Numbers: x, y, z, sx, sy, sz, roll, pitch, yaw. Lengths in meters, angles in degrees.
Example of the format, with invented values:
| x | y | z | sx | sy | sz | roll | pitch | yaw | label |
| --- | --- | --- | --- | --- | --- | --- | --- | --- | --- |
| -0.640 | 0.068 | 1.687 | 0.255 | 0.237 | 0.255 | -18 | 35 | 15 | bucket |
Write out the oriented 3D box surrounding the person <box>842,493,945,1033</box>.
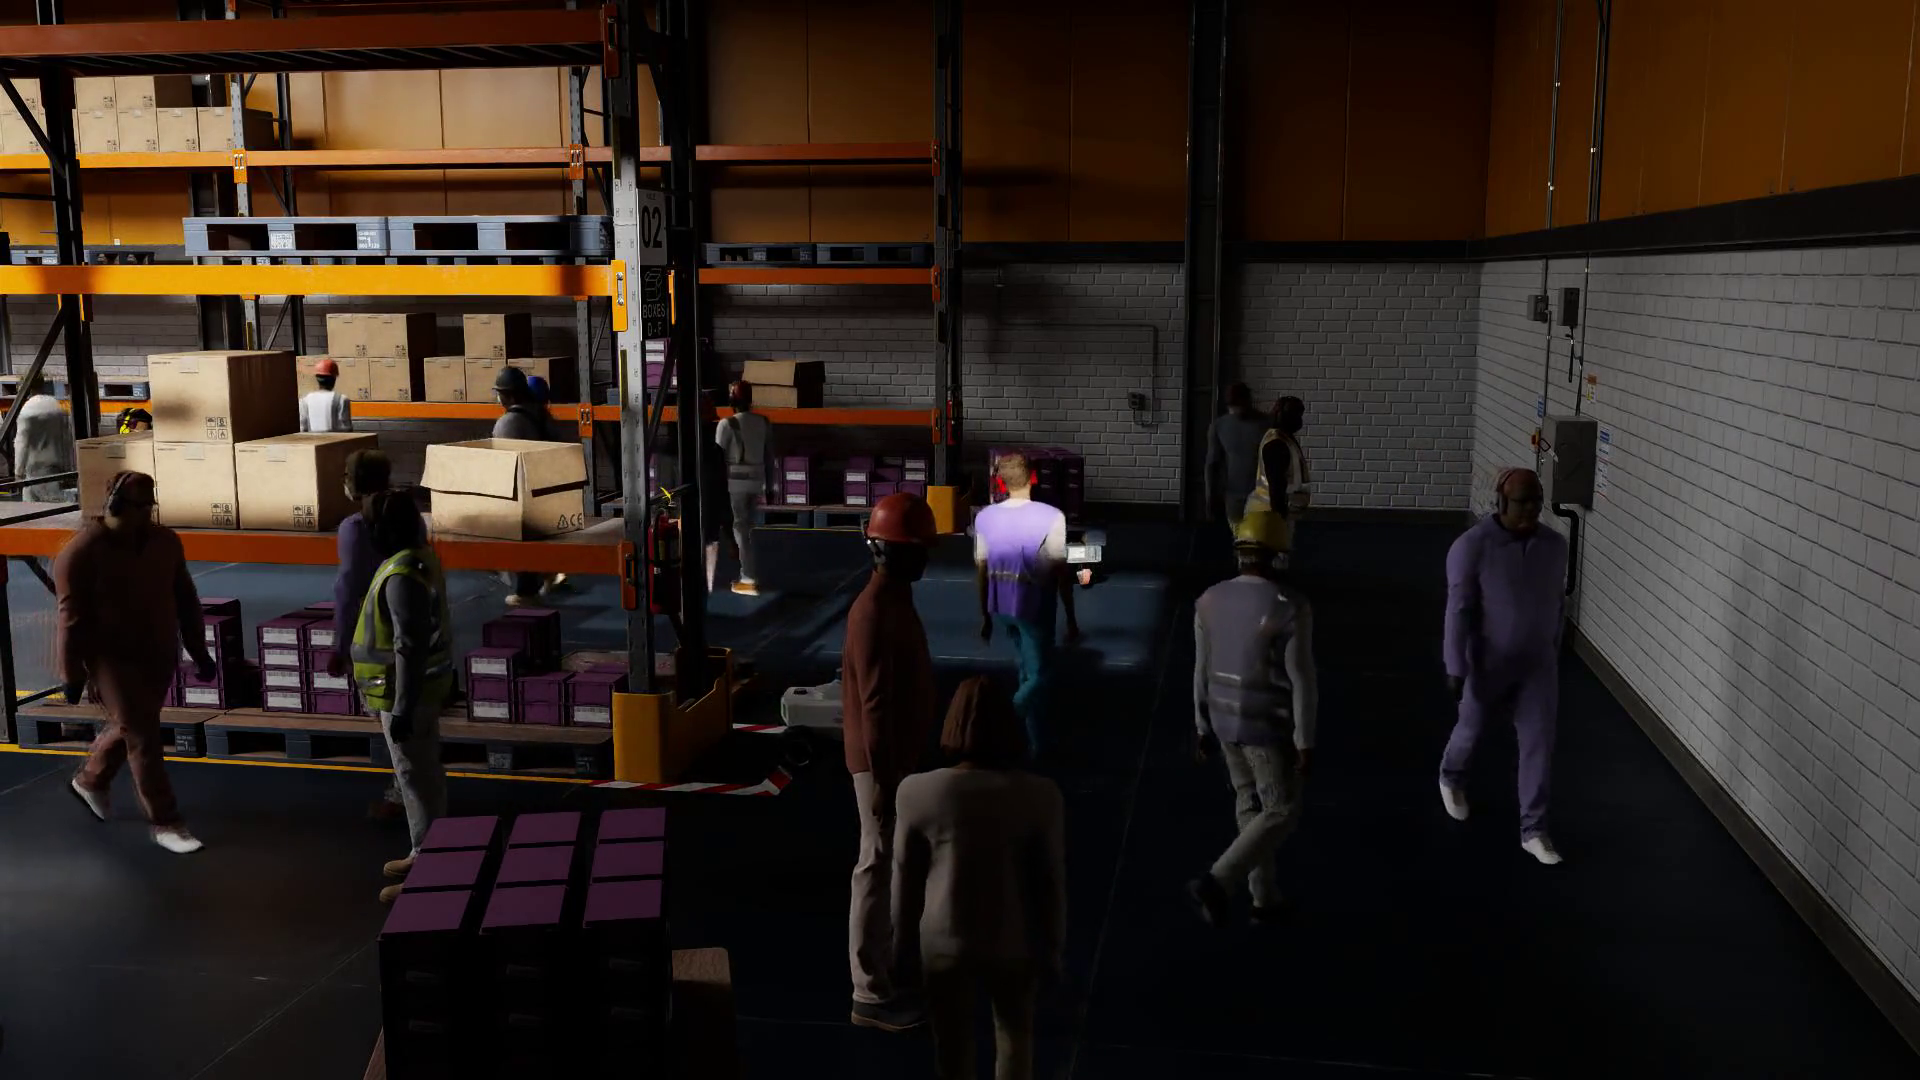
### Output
| x | y | z | sx | sy | sz | roll | pitch | yaw | label |
| --- | --- | --- | --- | --- | --- | --- | --- | --- | --- |
| -0.244 | 0.810 | 6.211 | 0.392 | 1.989 | 0.617 | 1 | 9 | 4 | person |

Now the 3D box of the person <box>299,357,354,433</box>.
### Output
| x | y | z | sx | sy | sz | roll | pitch | yaw | label |
| --- | --- | --- | --- | --- | --- | --- | --- | --- | --- |
| -6.425 | -0.894 | 16.960 | 0.548 | 1.935 | 0.372 | 1 | 9 | 6 | person |

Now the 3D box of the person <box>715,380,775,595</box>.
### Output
| x | y | z | sx | sy | sz | roll | pitch | yaw | label |
| --- | --- | --- | --- | --- | --- | --- | --- | --- | --- |
| -1.971 | -0.462 | 14.469 | 0.595 | 1.866 | 0.600 | 7 | 12 | 38 | person |

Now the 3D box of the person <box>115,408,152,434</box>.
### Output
| x | y | z | sx | sy | sz | roll | pitch | yaw | label |
| --- | --- | --- | --- | --- | --- | --- | --- | --- | --- |
| -5.701 | 0.015 | 11.562 | 0.331 | 1.864 | 0.555 | -1 | 9 | -3 | person |

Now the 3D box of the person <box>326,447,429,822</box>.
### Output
| x | y | z | sx | sy | sz | roll | pitch | yaw | label |
| --- | --- | --- | --- | --- | --- | --- | --- | --- | --- |
| -2.932 | 0.489 | 8.425 | 0.484 | 1.923 | 0.646 | 1 | 9 | 7 | person |

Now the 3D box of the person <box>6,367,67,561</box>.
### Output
| x | y | z | sx | sy | sz | roll | pitch | yaw | label |
| --- | --- | --- | --- | --- | --- | --- | --- | --- | --- |
| -8.801 | -0.718 | 16.009 | 1.017 | 1.896 | 0.647 | -1 | 9 | -3 | person |

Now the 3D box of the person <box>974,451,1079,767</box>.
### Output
| x | y | z | sx | sy | sz | roll | pitch | yaw | label |
| --- | --- | --- | --- | --- | --- | --- | --- | --- | --- |
| 0.352 | 0.407 | 9.294 | 0.590 | 1.803 | 0.808 | 7 | 12 | 39 | person |

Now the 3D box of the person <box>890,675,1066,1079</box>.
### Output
| x | y | z | sx | sy | sz | roll | pitch | yaw | label |
| --- | --- | --- | --- | --- | --- | --- | --- | --- | --- |
| 0.048 | 1.199 | 4.947 | 0.516 | 1.616 | 0.485 | 0 | 9 | -2 | person |

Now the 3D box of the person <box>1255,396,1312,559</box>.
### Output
| x | y | z | sx | sy | sz | roll | pitch | yaw | label |
| --- | --- | --- | --- | --- | --- | --- | --- | --- | --- |
| 2.518 | -0.200 | 12.959 | 0.430 | 1.840 | 0.622 | 3 | 10 | 16 | person |

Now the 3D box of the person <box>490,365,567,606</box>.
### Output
| x | y | z | sx | sy | sz | roll | pitch | yaw | label |
| --- | --- | --- | --- | --- | --- | --- | --- | --- | --- |
| -3.670 | -0.454 | 13.904 | 0.540 | 2.000 | 0.714 | 3 | 10 | 20 | person |

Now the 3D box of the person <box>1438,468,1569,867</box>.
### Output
| x | y | z | sx | sy | sz | roll | pitch | yaw | label |
| --- | --- | --- | --- | --- | --- | --- | --- | --- | --- |
| 2.652 | 0.560 | 8.143 | 0.654 | 1.864 | 0.955 | -2 | 9 | -10 | person |

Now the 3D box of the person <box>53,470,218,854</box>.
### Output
| x | y | z | sx | sy | sz | roll | pitch | yaw | label |
| --- | --- | --- | --- | --- | --- | --- | --- | --- | --- |
| -4.104 | 0.568 | 8.147 | 0.952 | 1.860 | 0.644 | 4 | 10 | 24 | person |

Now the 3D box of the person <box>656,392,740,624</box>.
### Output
| x | y | z | sx | sy | sz | roll | pitch | yaw | label |
| --- | --- | --- | --- | --- | --- | --- | --- | --- | --- |
| -1.803 | -0.034 | 11.509 | 0.501 | 1.991 | 0.633 | 7 | 11 | 36 | person |

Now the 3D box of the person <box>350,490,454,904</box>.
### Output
| x | y | z | sx | sy | sz | roll | pitch | yaw | label |
| --- | --- | --- | --- | --- | --- | --- | --- | --- | --- |
| -2.479 | 0.691 | 7.424 | 0.429 | 1.839 | 0.630 | -2 | 9 | -14 | person |

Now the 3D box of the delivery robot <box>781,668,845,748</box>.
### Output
| x | y | z | sx | sy | sz | roll | pitch | yaw | label |
| --- | --- | --- | --- | --- | --- | --- | --- | --- | --- |
| -0.644 | 0.965 | 9.404 | 0.707 | 0.478 | 0.477 | 1 | 9 | 3 | delivery robot |

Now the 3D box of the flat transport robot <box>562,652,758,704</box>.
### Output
| x | y | z | sx | sy | sz | roll | pitch | yaw | label |
| --- | --- | --- | --- | --- | --- | --- | --- | --- | --- |
| -2.111 | 0.905 | 10.943 | 1.431 | 0.197 | 0.652 | 2 | 9 | 10 | flat transport robot |

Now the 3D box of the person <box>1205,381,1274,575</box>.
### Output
| x | y | z | sx | sy | sz | roll | pitch | yaw | label |
| --- | --- | --- | --- | --- | --- | --- | --- | --- | --- |
| 2.383 | -0.380 | 13.876 | 0.646 | 1.894 | 0.668 | 4 | 10 | 26 | person |

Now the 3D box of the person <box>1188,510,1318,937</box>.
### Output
| x | y | z | sx | sy | sz | roll | pitch | yaw | label |
| --- | --- | --- | --- | --- | --- | --- | --- | --- | --- |
| 1.198 | 0.783 | 6.967 | 0.619 | 1.801 | 0.616 | -7 | 12 | -39 | person |

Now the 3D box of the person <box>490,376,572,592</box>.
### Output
| x | y | z | sx | sy | sz | roll | pitch | yaw | label |
| --- | --- | --- | --- | --- | --- | --- | --- | --- | --- |
| -3.730 | -0.463 | 14.362 | 0.617 | 1.916 | 0.634 | -4 | 10 | -24 | person |
